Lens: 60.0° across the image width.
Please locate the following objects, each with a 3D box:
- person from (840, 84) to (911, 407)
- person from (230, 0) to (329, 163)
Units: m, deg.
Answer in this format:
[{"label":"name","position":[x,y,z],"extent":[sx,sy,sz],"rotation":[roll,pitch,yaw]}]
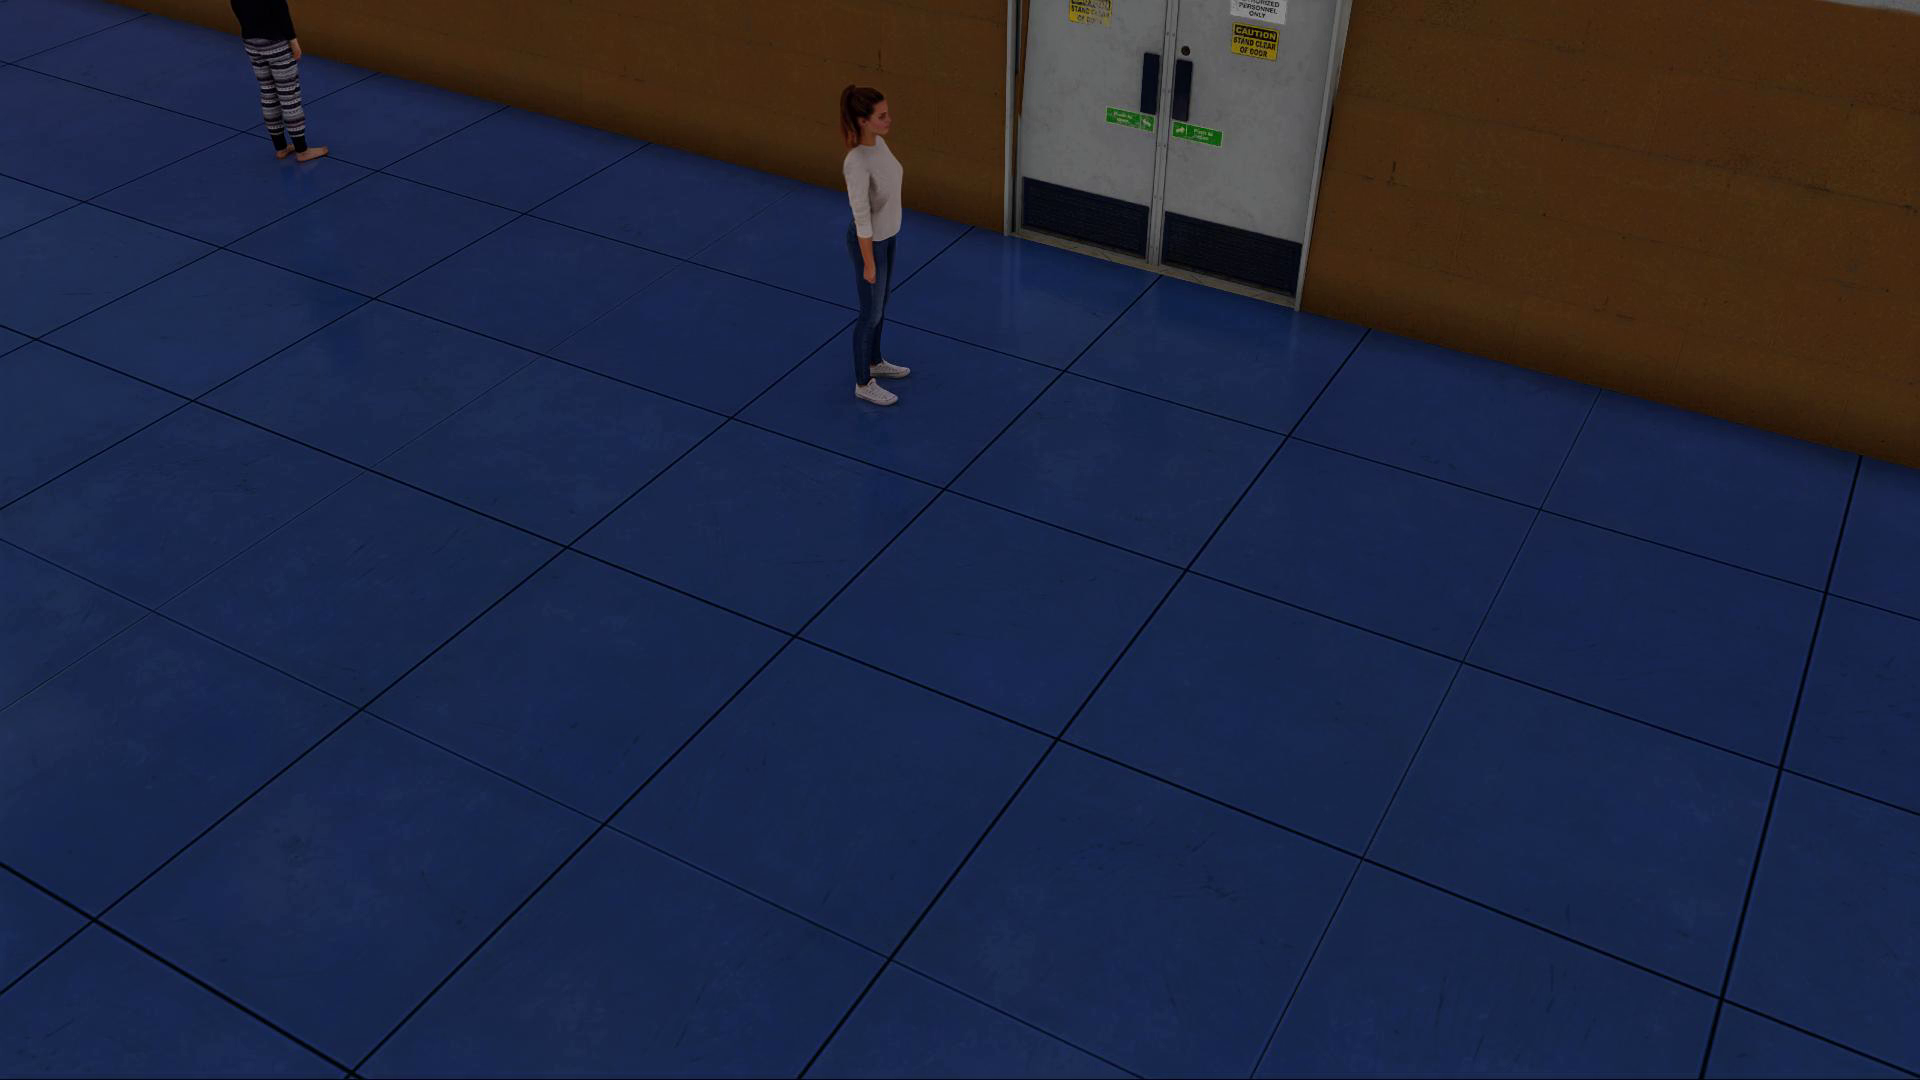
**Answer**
[{"label":"person","position":[-0.463,-1.545,8.717],"extent":[0.728,1.720,0.571],"rotation":[8,38,10]},{"label":"person","position":[-4.661,-3.392,11.166],"extent":[0.618,1.735,0.537],"rotation":[16,40,20]}]
